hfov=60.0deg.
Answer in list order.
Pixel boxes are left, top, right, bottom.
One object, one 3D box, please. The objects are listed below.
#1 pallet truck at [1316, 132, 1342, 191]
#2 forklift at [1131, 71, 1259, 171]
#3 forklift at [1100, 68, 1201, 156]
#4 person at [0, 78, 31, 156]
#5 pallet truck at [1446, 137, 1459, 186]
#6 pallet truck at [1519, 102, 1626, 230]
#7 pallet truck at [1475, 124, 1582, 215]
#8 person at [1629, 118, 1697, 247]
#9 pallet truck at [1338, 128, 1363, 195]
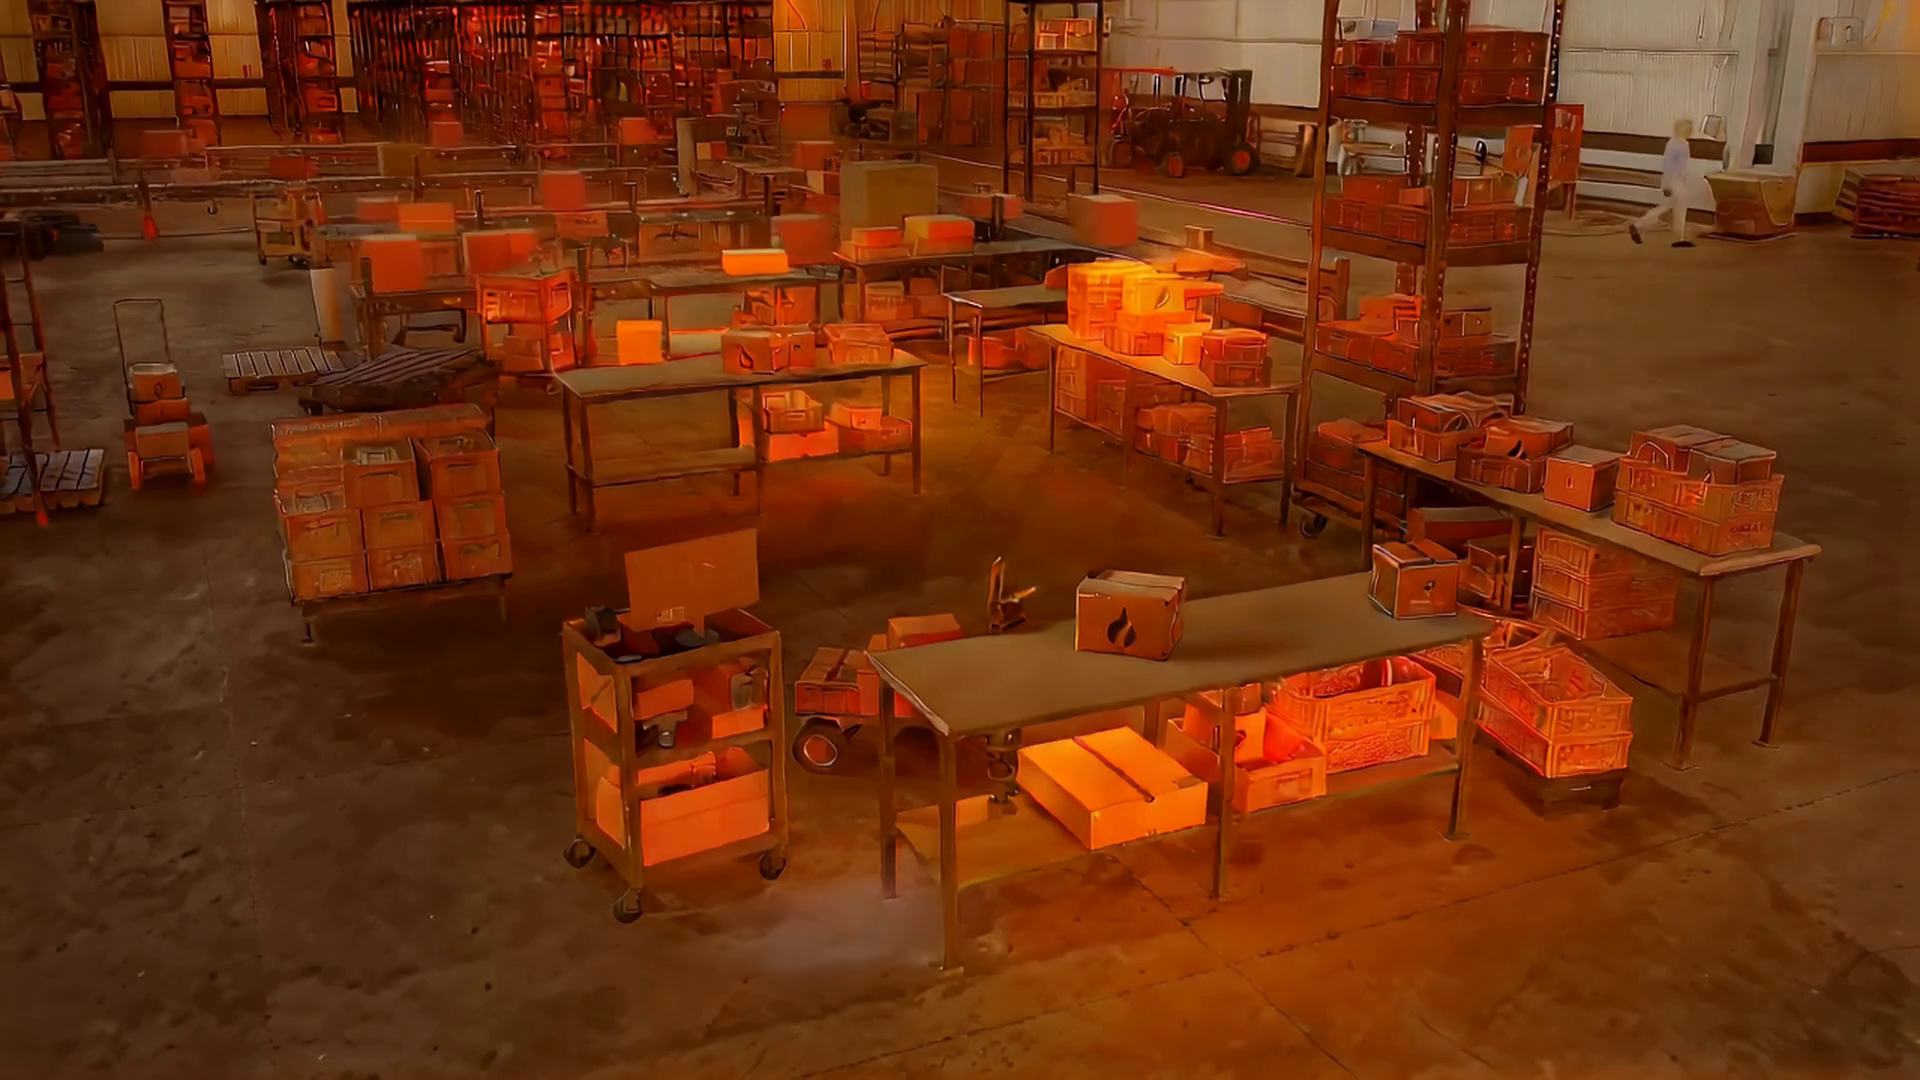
[{"bbox_3d":[7.723,-7.504,32.656,1.601,1.201,0.680,-8,19,-23],"label":"pallet truck"},{"bbox_3d":[4.998,-8.936,35.413,2.680,1.987,1.157,-9,20,-25],"label":"forklift"},{"bbox_3d":[4.082,-9.564,37.410,2.680,1.987,1.157,-8,19,-23],"label":"forklift"},{"bbox_3d":[-22.986,-10.257,40.347,0.602,1.830,0.404,-1,18,-5],"label":"person"},{"bbox_3d":[9.184,-6.485,29.328,1.630,1.274,0.653,-8,19,-23],"label":"pallet truck"},{"bbox_3d":[9.972,-6.037,26.785,1.885,1.965,0.823,-9,20,-25],"label":"pallet truck"},{"bbox_3d":[9.707,-6.455,28.103,1.885,1.965,0.823,-7,19,-20],"label":"pallet truck"},{"bbox_3d":[10.515,-5.295,24.658,0.888,1.879,0.653,12,21,34],"label":"person"},{"bbox_3d":[7.845,-7.140,31.411,1.522,1.261,0.704,-9,20,-25],"label":"pallet truck"}]
